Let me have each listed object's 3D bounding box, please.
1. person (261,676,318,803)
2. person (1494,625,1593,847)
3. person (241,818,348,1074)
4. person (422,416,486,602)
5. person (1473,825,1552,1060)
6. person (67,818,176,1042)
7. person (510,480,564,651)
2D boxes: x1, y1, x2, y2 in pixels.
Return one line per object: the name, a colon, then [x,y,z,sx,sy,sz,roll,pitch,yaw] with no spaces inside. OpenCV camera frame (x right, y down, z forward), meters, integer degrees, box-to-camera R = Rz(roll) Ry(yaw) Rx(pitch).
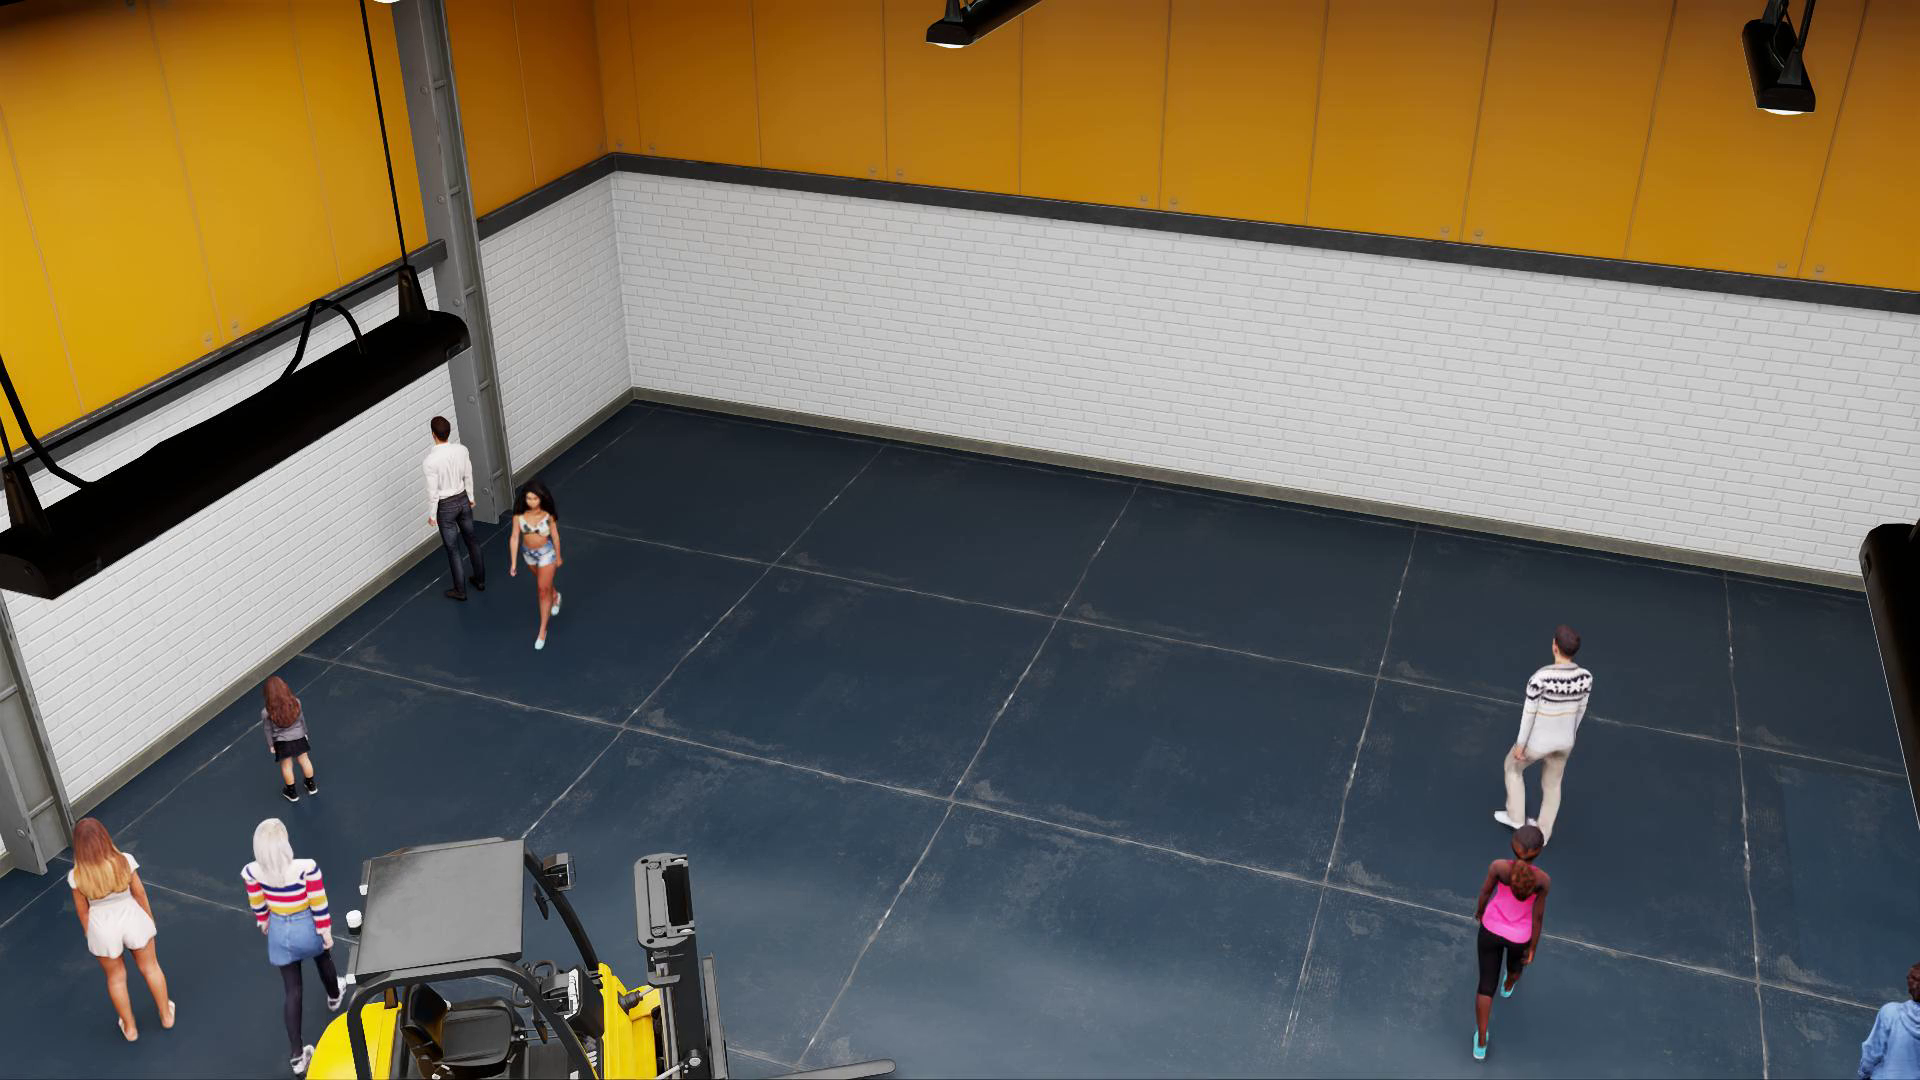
person: [-5.327,1.557,13.183,0.497,1.105,0.591,-23,36,-35]
person: [4.438,1.535,12.461,0.833,1.835,0.851,-4,29,-8]
person: [-4.272,2.578,10.617,0.960,1.770,1.217,-2,29,-3]
person: [-4.814,-0.312,15.809,0.780,1.871,0.588,20,35,32]
person: [3.481,2.602,10.663,0.540,1.684,1.039,10,30,17]
person: [-5.463,2.522,10.800,0.657,1.693,0.728,-15,32,-26]
person: [-3.837,0.142,15.285,0.713,1.576,1.093,4,29,7]
